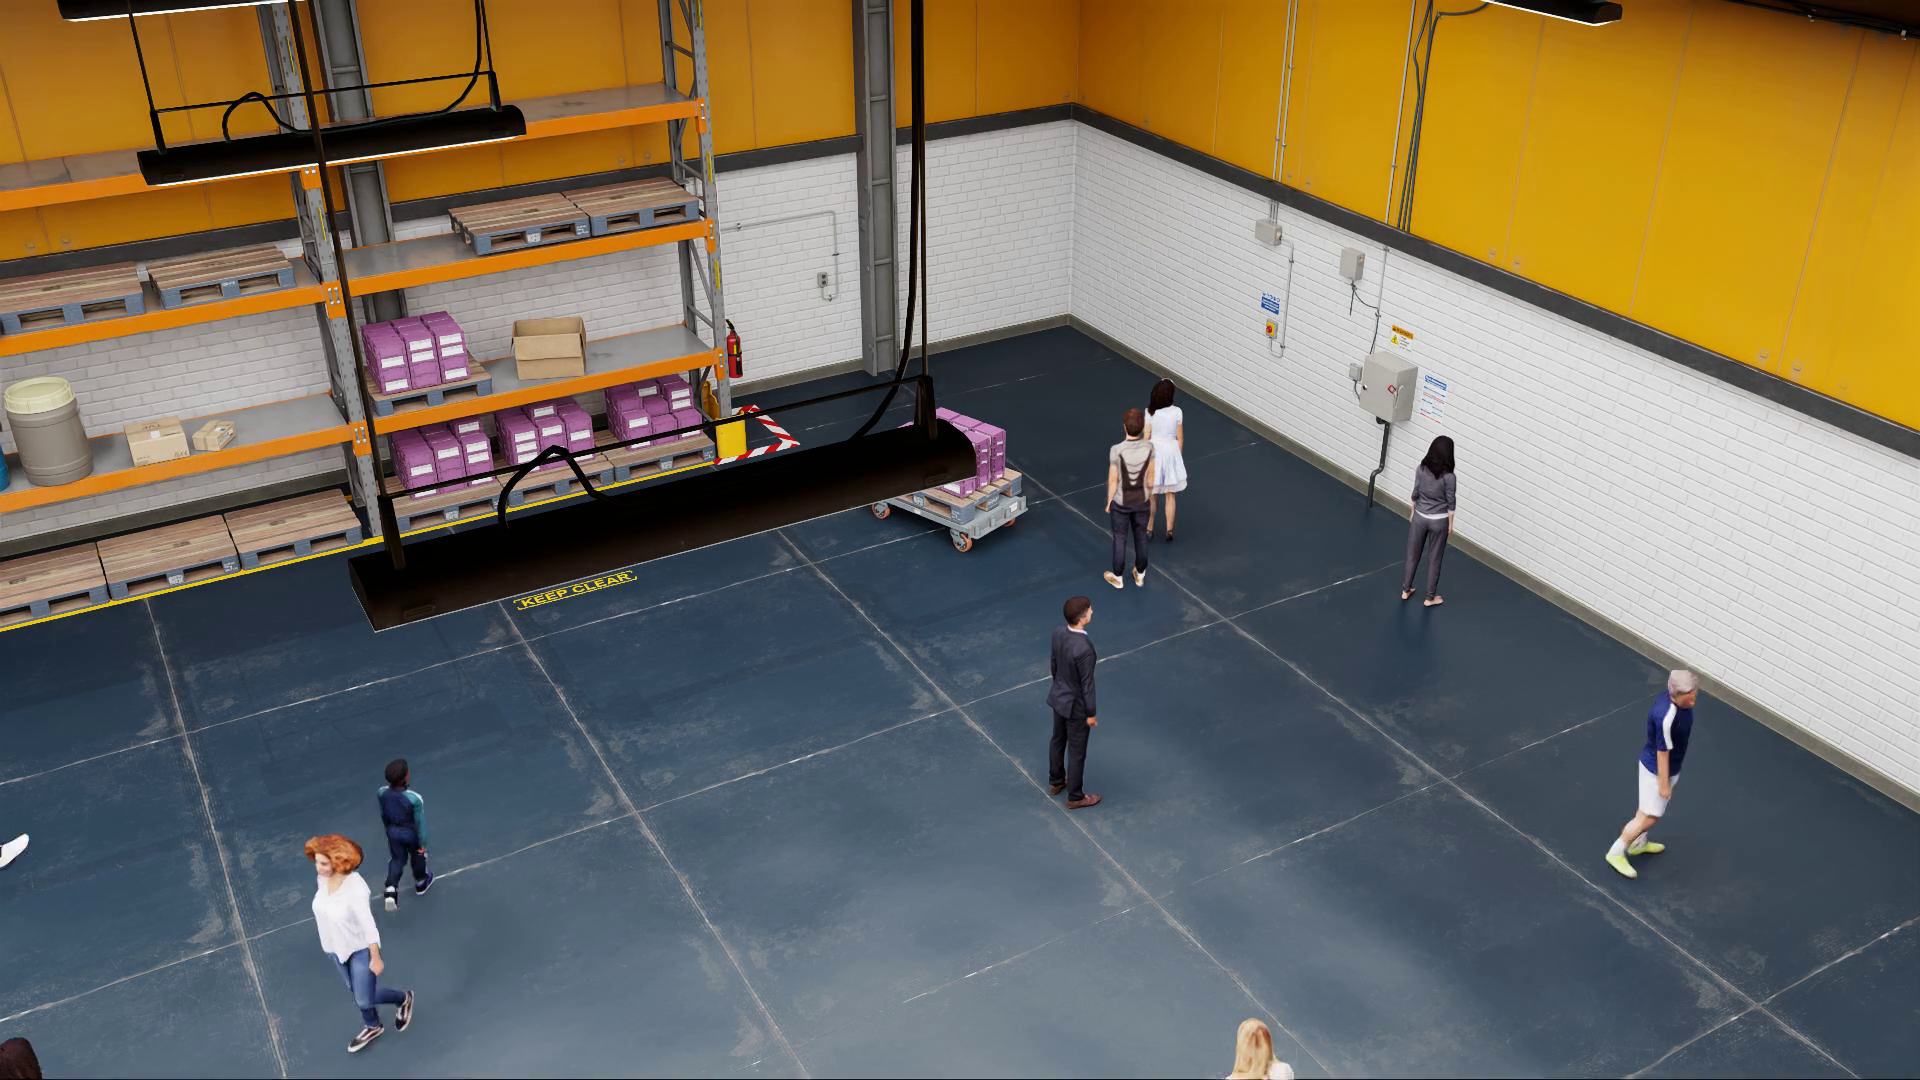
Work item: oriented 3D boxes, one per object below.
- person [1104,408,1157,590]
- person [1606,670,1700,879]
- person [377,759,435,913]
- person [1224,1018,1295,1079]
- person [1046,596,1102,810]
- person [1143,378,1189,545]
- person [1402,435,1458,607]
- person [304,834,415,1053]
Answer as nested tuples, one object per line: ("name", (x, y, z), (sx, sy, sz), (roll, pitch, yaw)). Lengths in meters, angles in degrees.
("person", (1.674, -0.406, 16.255), (0.604, 1.897, 0.762), (-6, 29, -12))
("person", (5.291, 1.683, 12.526), (0.890, 1.801, 0.781), (6, 29, 10))
("person", (-4.105, 2.176, 12.208), (0.812, 1.239, 0.837), (4, 29, 7))
("person", (1.652, 3.404, 9.367), (0.967, 1.804, 0.811), (-12, 31, -20))
("person", (0.900, 1.274, 13.207), (0.598, 1.867, 0.635), (-18, 33, -29))
("person", (2.072, -0.792, 17.055), (0.844, 1.809, 0.913), (3, 29, 6))
("person", (4.525, -0.188, 15.994), (0.659, 1.765, 0.636), (21, 35, 33))
("person", (-3.915, 2.602, 10.946), (0.799, 1.701, 0.858), (18, 33, 29))
